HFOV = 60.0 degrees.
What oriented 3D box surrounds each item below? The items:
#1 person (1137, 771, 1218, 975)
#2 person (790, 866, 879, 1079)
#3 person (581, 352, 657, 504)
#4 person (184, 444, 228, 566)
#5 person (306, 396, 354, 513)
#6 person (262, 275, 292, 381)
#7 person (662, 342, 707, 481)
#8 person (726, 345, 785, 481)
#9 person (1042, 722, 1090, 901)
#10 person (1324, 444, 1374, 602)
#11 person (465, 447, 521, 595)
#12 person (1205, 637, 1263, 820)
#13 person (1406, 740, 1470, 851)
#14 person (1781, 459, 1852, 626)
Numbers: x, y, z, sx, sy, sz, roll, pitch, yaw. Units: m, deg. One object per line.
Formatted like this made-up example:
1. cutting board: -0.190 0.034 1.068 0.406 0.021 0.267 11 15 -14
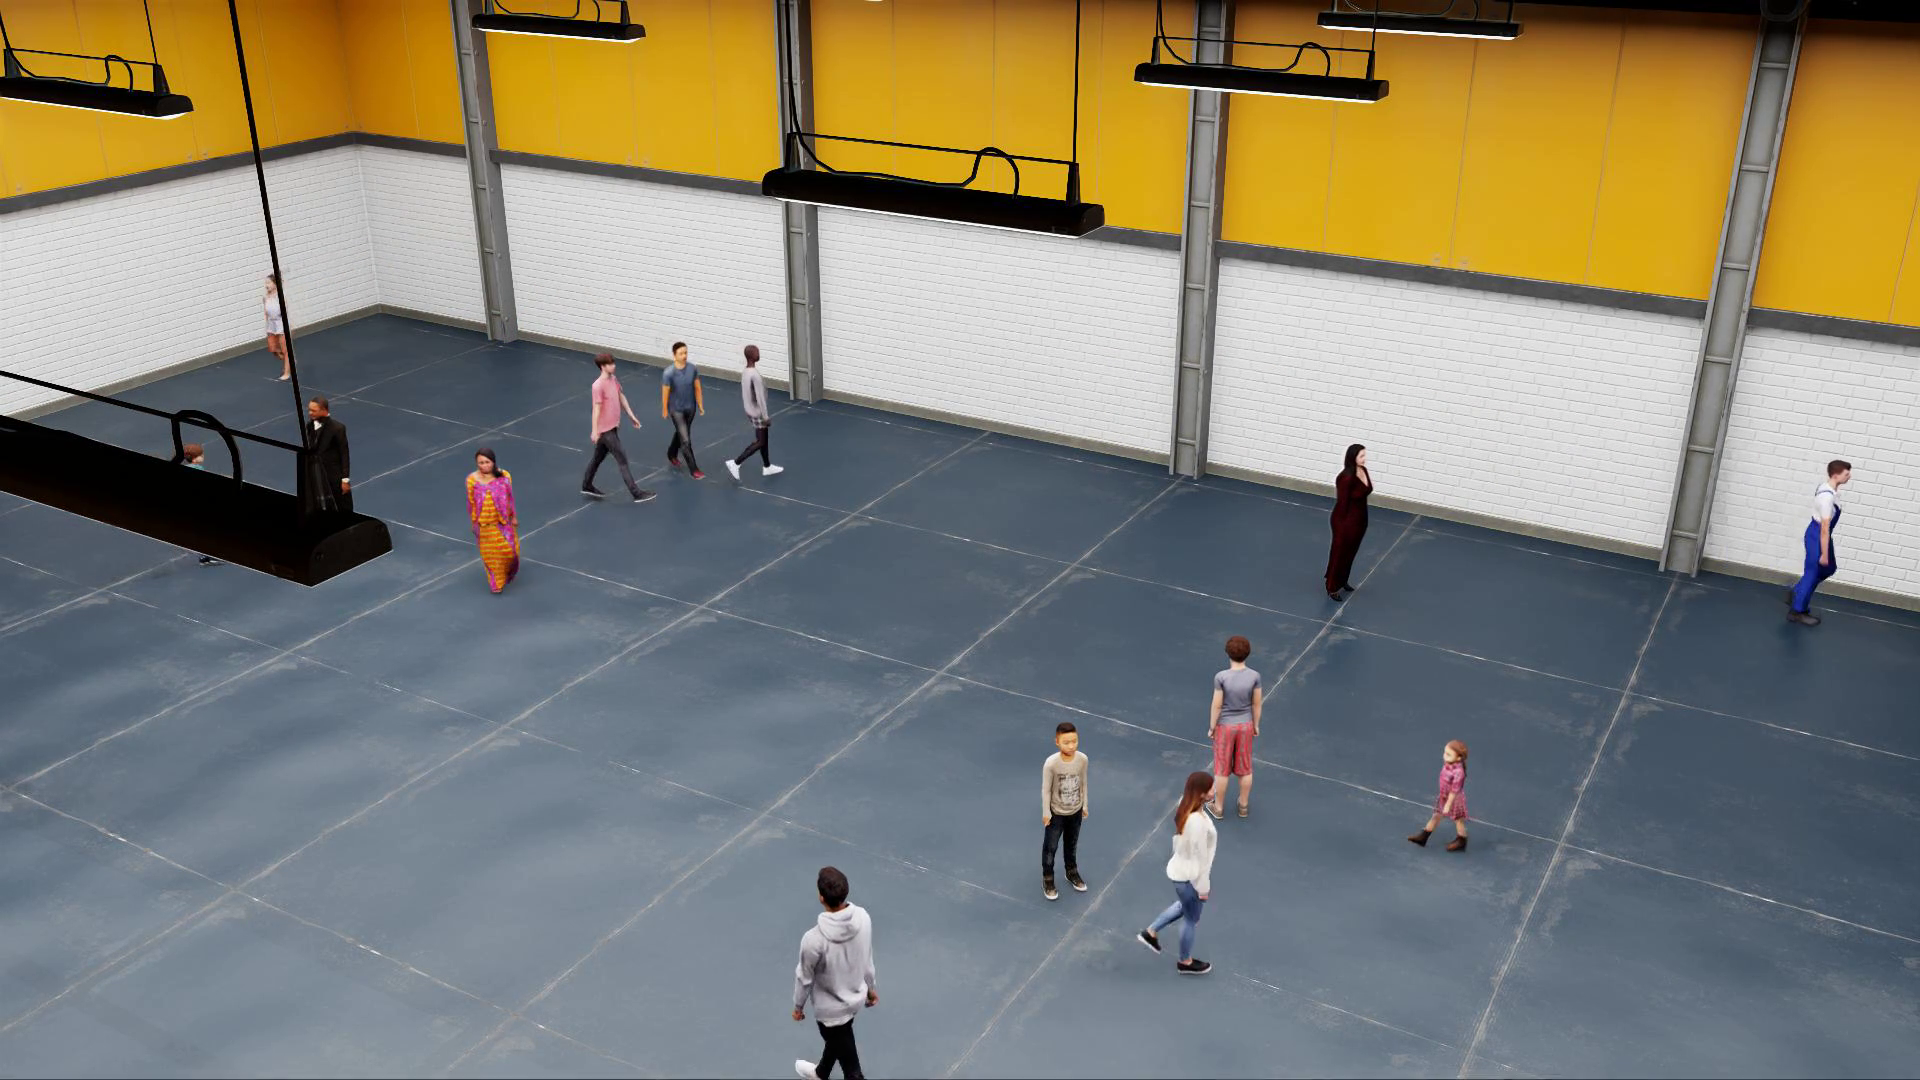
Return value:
1. person: 1.569 2.413 11.974 0.909 1.682 0.818 0 24 0
2. person: -0.701 2.964 10.463 0.926 1.881 1.292 -21 31 -39
3. person: -4.396 -1.353 20.317 1.330 1.900 0.968 3 24 7
4. person: -8.582 -0.379 18.660 0.708 1.442 0.630 -14 27 -28
5. person: -7.146 -0.741 18.913 0.570 1.903 0.773 11 26 23
6. person: -10.174 -3.215 24.948 0.609 1.601 0.698 7 25 16
7. person: -3.600 -1.676 21.237 0.884 1.754 1.251 -19 30 -37
8. person: -2.628 -1.585 21.026 1.062 1.757 1.065 -11 26 -23
9. person: 0.812 2.086 12.992 0.628 1.465 0.664 -10 26 -22
10. person: 4.178 -0.216 17.895 0.639 1.756 0.685 16 28 33
11. person: -5.068 -0.253 18.087 0.856 1.669 0.915 -8 25 -17
12. person: 2.298 1.576 13.928 0.634 1.650 0.727 -1 24 -3
13. person: 4.057 2.097 13.549 0.775 0.999 0.687 -4 24 -8
14. person: 8.835 0.004 17.296 0.676 1.833 0.640 12 26 25
